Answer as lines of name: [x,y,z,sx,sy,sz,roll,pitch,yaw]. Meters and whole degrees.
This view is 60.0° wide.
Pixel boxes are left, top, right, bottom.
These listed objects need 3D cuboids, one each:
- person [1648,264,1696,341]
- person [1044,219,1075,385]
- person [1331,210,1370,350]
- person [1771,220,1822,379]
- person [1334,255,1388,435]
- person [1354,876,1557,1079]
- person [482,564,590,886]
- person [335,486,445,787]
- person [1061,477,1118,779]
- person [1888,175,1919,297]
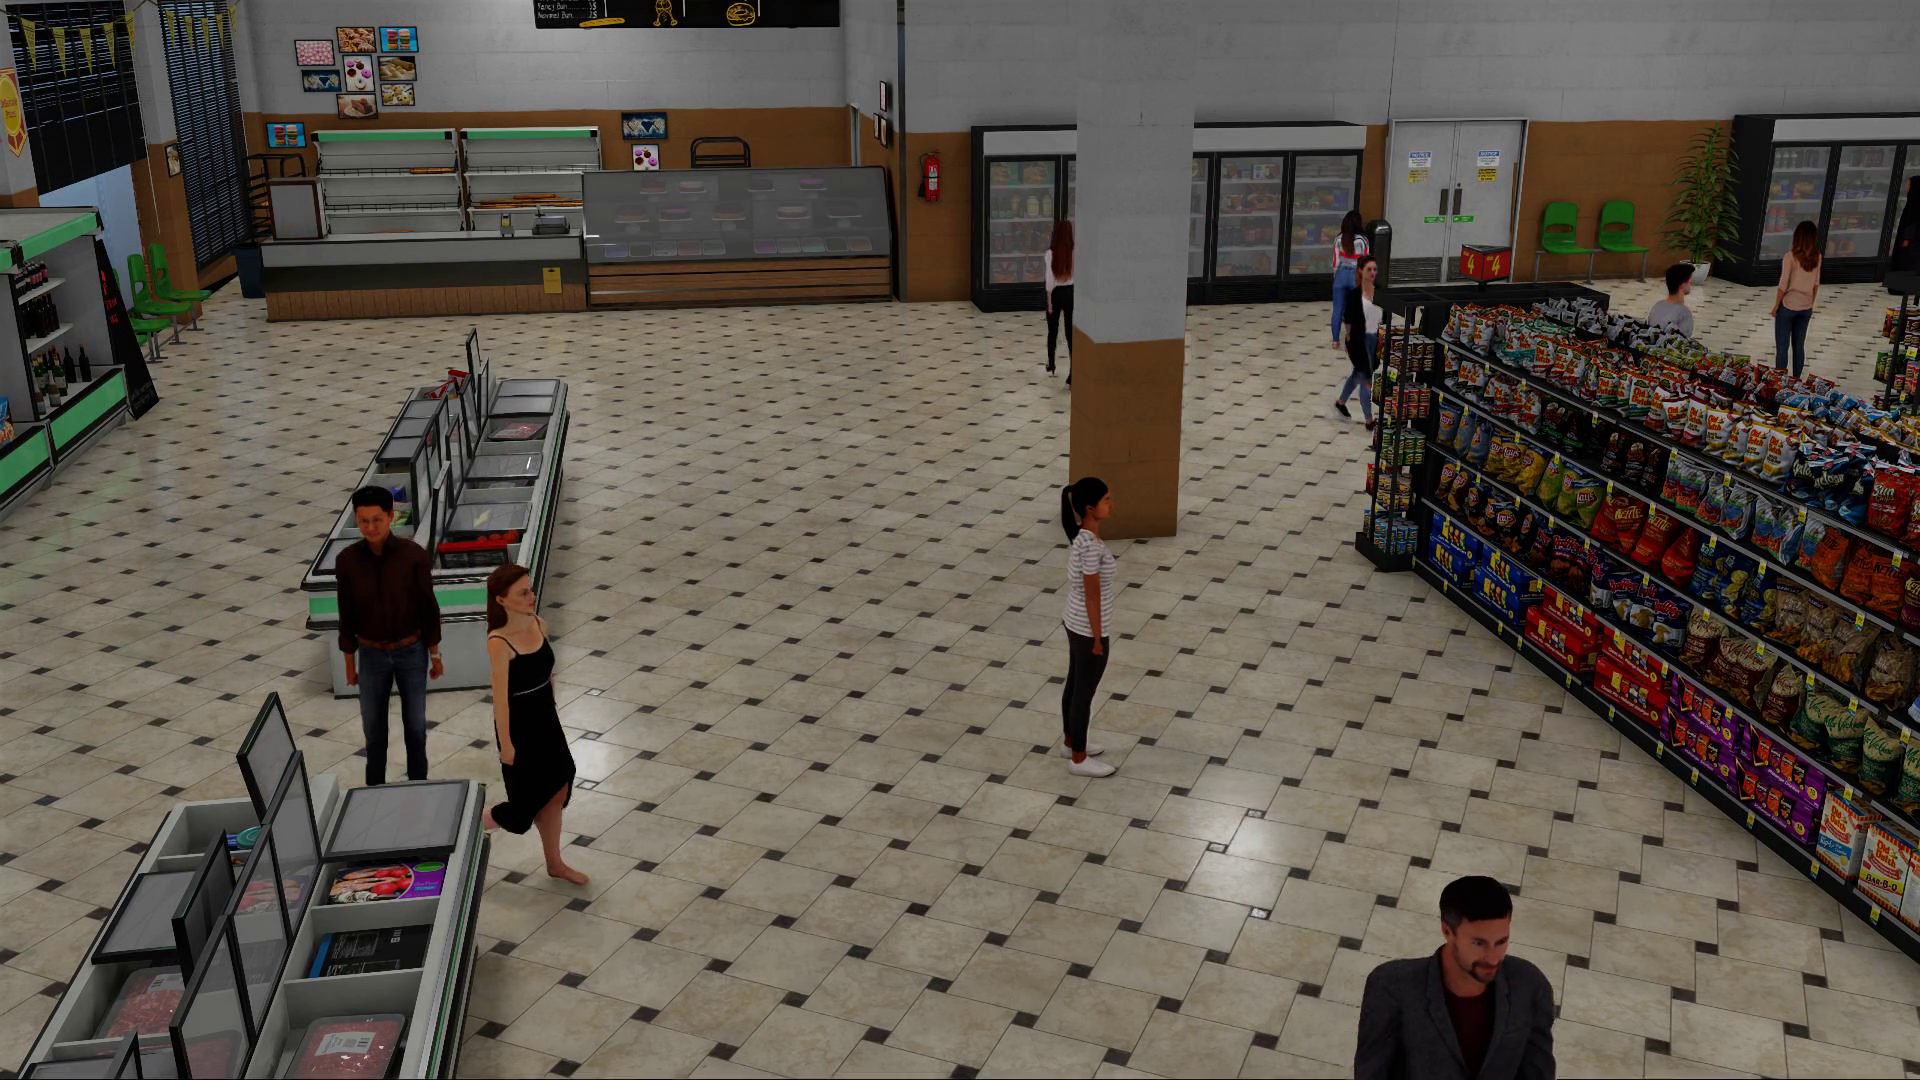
person: [5.866,-1.373,14.071,0.866,1.846,1.134,-6,20,-18]
person: [1.119,-2.437,17.458,0.636,1.697,1.158,-4,19,-12]
person: [4.524,-3.027,19.340,0.668,1.614,0.687,8,20,23]
person: [8.640,-2.403,17.211,0.611,1.791,0.538,-2,19,-5]
person: [3.822,-1.878,15.885,0.770,1.643,1.167,-7,20,-19]
person: [1.366,1.745,4.824,0.711,1.846,0.886,-3,19,-8]
person: [-2.095,0.876,7.769,0.876,1.611,0.896,6,20,18]
person: [-2.856,0.565,8.430,0.666,1.778,0.576,-5,19,-13]
person: [0.675,0.455,8.962,0.649,1.646,0.496,-1,19,-2]
person: [12.973,-4.153,22.684,0.778,1.611,0.719,13,22,33]
